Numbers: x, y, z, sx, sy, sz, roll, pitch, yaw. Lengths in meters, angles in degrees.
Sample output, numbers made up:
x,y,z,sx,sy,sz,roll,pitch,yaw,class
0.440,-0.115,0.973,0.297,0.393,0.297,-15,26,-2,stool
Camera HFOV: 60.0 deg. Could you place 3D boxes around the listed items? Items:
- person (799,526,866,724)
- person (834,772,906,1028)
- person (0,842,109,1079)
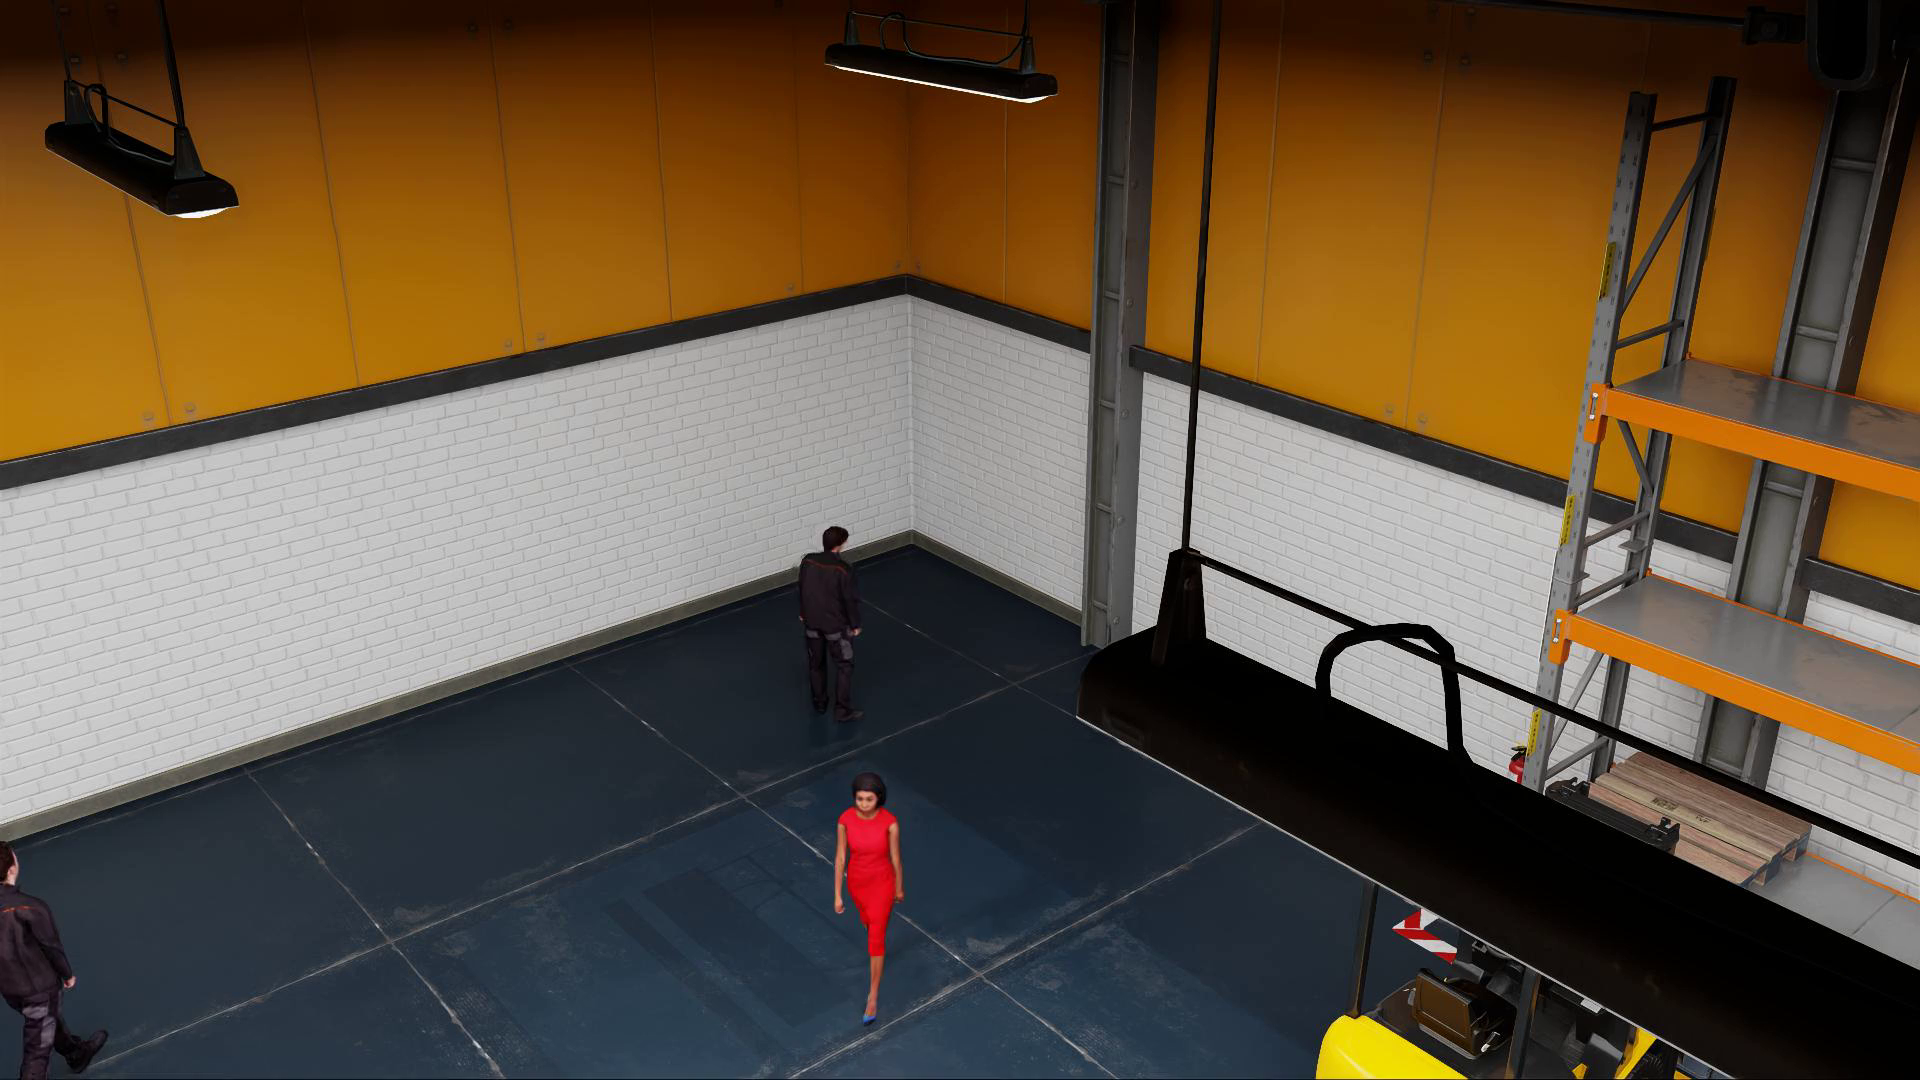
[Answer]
x,y,z,sx,sy,sz,roll,pitch,yaw,class
-1.194,0.720,14.616,0.830,1.822,0.980,3,24,6,person
-0.588,2.293,11.176,1.098,1.695,1.106,4,24,9,person
-5.624,2.724,9.971,1.239,1.872,1.243,4,24,8,person
